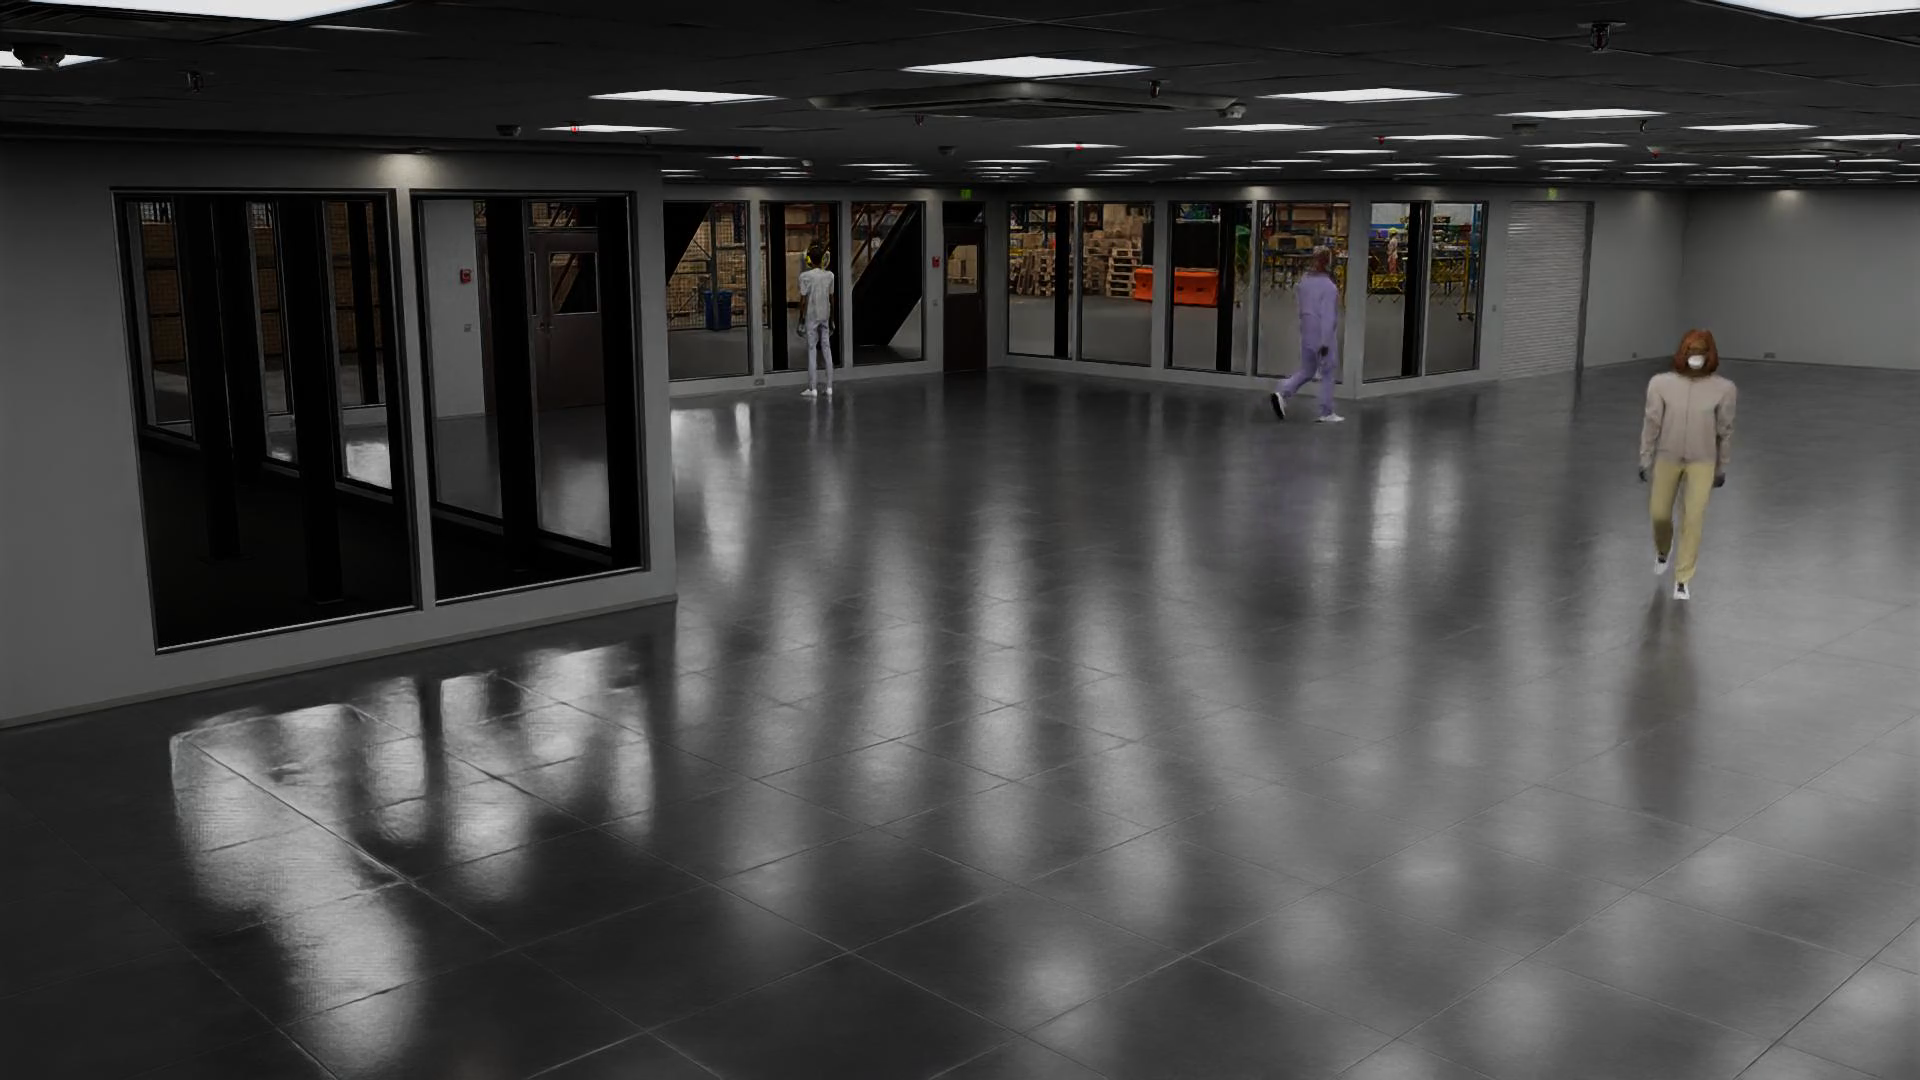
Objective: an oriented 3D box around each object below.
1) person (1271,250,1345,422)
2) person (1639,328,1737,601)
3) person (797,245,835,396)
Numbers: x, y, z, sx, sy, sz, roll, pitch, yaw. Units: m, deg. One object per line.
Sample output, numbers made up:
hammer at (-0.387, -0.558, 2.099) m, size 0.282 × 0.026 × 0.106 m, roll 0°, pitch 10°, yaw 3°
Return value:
person at (3.833, -2.208, 18.090) m, size 0.739 × 1.880 × 0.646 m, roll -5°, pitch 12°, yaw -22°
person at (4.378, -0.472, 10.032) m, size 0.511 × 1.620 × 0.528 m, roll 5°, pitch 12°, yaw 24°
person at (-1.787, -2.719, 20.675) m, size 0.510 × 1.877 × 0.328 m, roll -7°, pitch 13°, yaw -32°
